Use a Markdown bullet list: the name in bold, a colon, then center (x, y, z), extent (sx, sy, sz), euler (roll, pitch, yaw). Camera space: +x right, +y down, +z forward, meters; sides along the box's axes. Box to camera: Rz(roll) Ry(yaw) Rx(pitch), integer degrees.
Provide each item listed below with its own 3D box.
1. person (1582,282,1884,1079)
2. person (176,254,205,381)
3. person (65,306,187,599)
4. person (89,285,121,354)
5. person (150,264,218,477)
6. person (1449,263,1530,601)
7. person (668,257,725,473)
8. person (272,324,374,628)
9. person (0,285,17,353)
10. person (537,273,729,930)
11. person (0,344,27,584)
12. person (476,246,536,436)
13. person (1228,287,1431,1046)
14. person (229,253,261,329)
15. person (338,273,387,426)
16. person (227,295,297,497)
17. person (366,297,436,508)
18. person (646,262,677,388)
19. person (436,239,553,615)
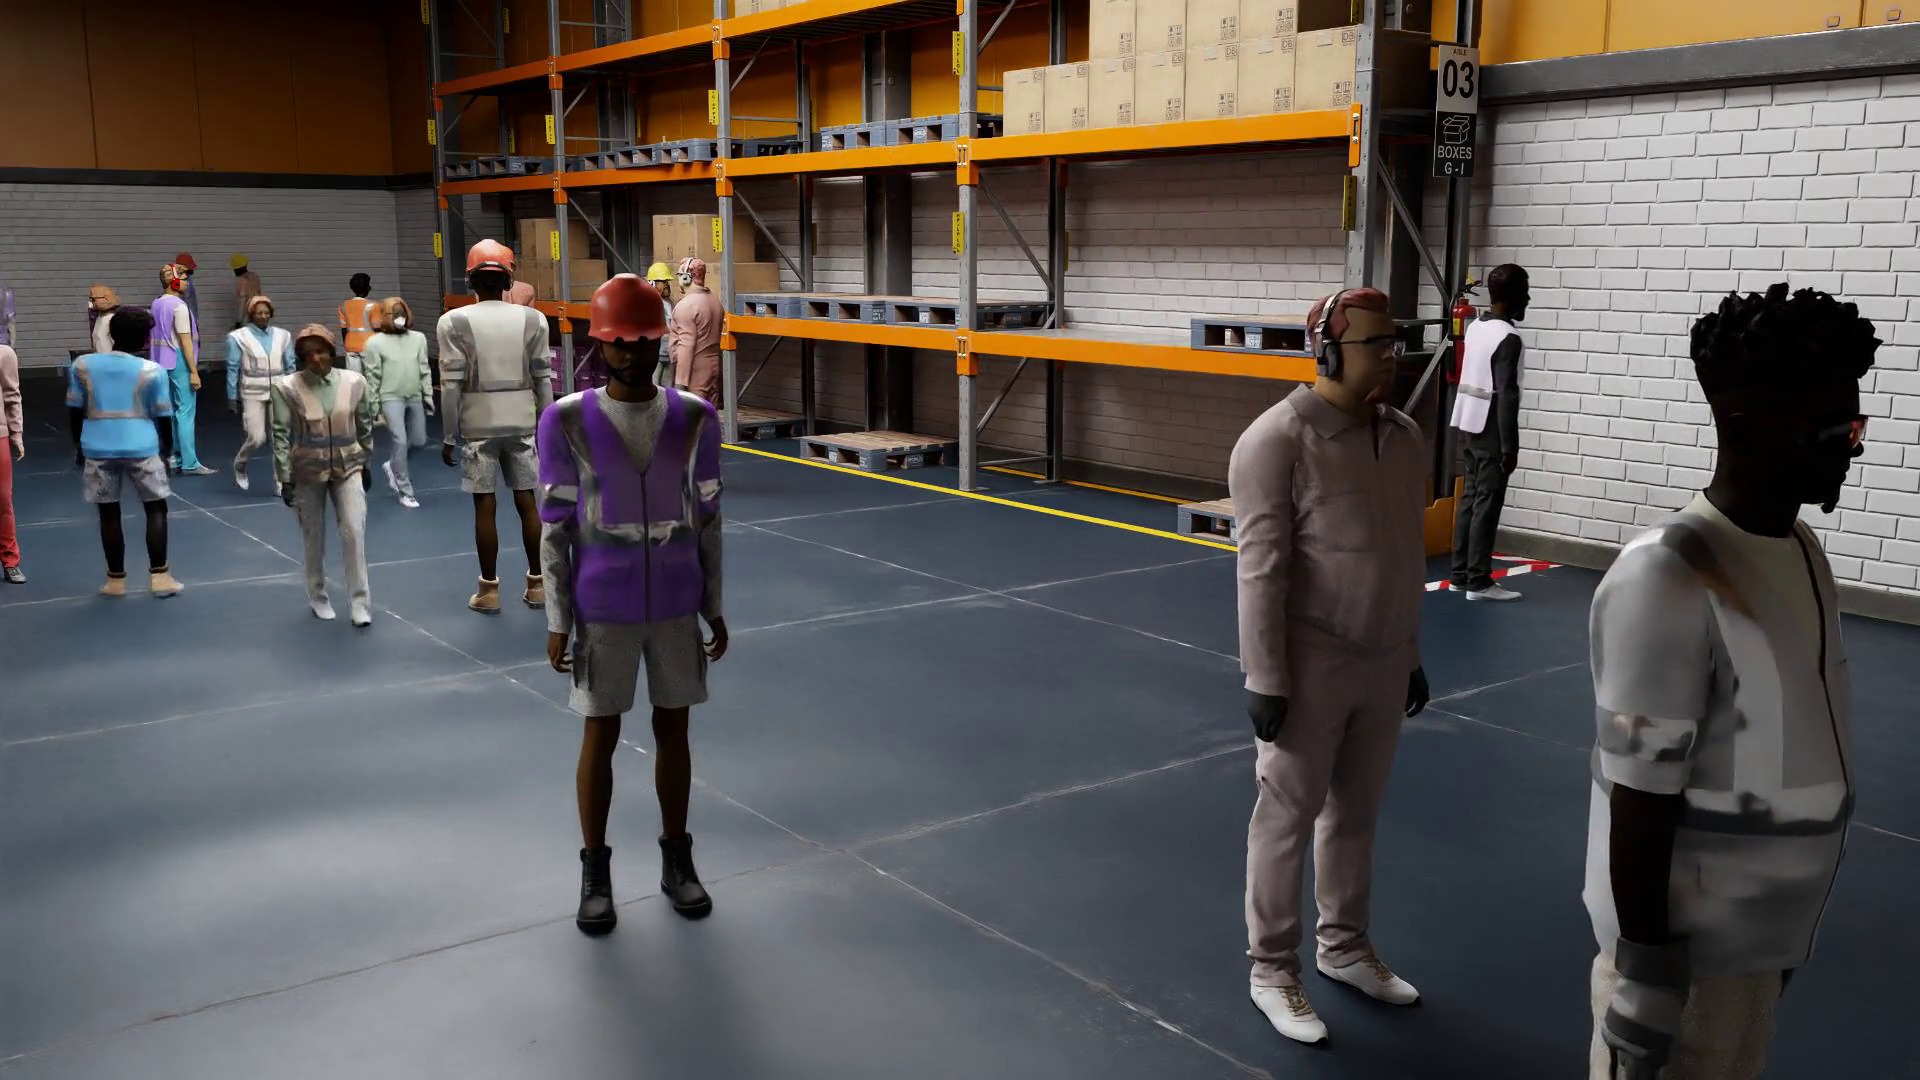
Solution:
- **person**: center (1.184, 0.585, 2.618), extent (0.362, 1.963, 0.614), euler (9, 14, 43)
- **person**: center (-11.374, -3.250, 24.390), extent (0.378, 1.864, 0.743), euler (-7, 12, -33)
- **person**: center (-4.739, -0.478, 9.425), extent (0.570, 1.668, 0.379), euler (-3, 10, -14)
- **person**: center (-7.963, -1.561, 15.578), extent (0.282, 1.631, 0.498), euler (-10, 14, -44)
- **person**: center (-6.811, -1.471, 14.471), extent (0.566, 1.847, 0.389), euler (8, 13, 39)
- **person**: center (3.003, -0.600, 9.432), extent (0.394, 1.913, 0.592), euler (0, 10, -2)
- **person**: center (-2.156, -1.327, 13.497), extent (0.409, 1.907, 0.651), euler (3, 11, 16)
- **person**: center (-3.318, -0.326, 8.730), extent (0.530, 1.599, 0.811), euler (-6, 12, -32)
- **person**: center (-10.948, -2.261, 18.738), extent (0.602, 1.905, 0.710), euler (-5, 11, -27)
- **person**: center (-0.948, 0.190, 4.915), extent (0.551, 1.934, 0.373), euler (-4, 11, -22)
- **person**: center (-5.798, -0.594, 9.789), extent (0.525, 1.769, 0.315), euler (-7, 12, -33)
- **person**: center (-4.389, -1.845, 16.147), extent (0.608, 1.996, 0.381), euler (-7, 12, -35)
- **person**: center (0.987, 0.314, 4.296), extent (0.642, 1.913, 0.409), euler (-7, 13, -36)
- **person**: center (-10.647, -3.360, 24.954), extent (0.384, 1.890, 0.698), euler (-1, 10, -3)
- **person**: center (-6.620, -2.106, 18.449), extent (0.536, 1.696, 0.322), euler (3, 11, 17)
- **person**: center (-5.559, -1.135, 13.213), extent (0.476, 1.621, 0.540), euler (9, 14, 42)
- **person**: center (-4.364, -1.075, 12.888), extent (0.590, 1.620, 0.498), euler (9, 14, 42)
- **person**: center (-2.973, -1.830, 16.521), extent (0.404, 1.835, 0.590), euler (5, 11, 26)
- **person**: center (-2.547, -0.616, 9.134), extent (0.615, 2.041, 0.392), euler (-6, 12, -30)
